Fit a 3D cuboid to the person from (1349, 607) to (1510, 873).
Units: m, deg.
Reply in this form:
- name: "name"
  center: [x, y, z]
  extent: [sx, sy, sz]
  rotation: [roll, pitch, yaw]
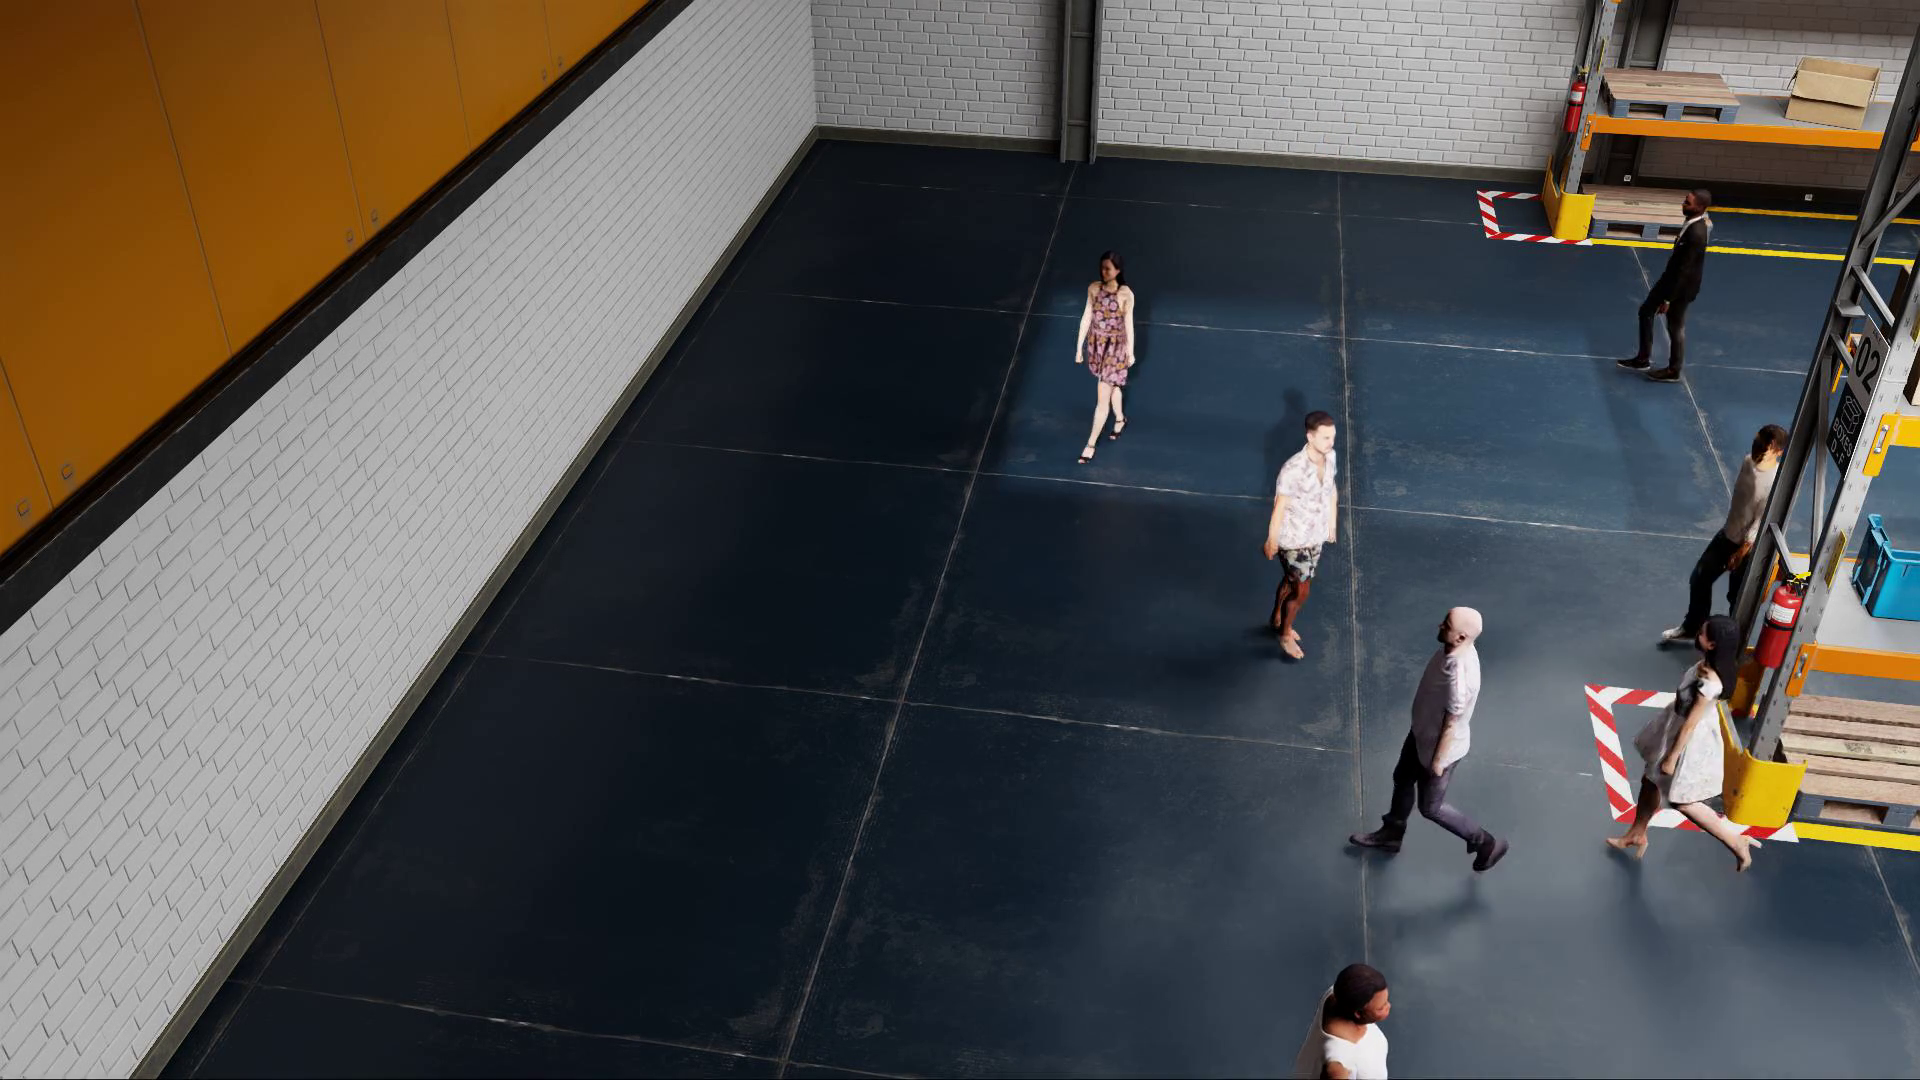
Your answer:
- name: "person"
  center: [2.780, 1.158, 9.373]
  extent: [1.098, 1.809, 0.683]
  rotation: [7, 34, 11]

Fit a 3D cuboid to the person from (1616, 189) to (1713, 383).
- name: "person"
  center: [6.314, -2.177, 14.411]
  extent: [0.764, 1.786, 0.716]
  rotation: [7, 34, 11]

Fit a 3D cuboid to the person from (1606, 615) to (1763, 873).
- name: "person"
  center: [4.160, 1.208, 9.349]
  extent: [1.112, 1.752, 0.834]
  rotation: [17, 37, 24]

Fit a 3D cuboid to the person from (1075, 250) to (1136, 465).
- name: "person"
  center: [1.246, -1.542, 13.499]
  extent: [1.064, 1.737, 0.950]
  rotation: [20, 38, 27]

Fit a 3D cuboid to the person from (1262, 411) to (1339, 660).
- name: "person"
  center: [2.241, -0.098, 11.269]
  extent: [0.839, 1.802, 0.883]
  rotation: [-25, 41, -33]

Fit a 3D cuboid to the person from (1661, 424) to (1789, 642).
- name: "person"
  center: [5.334, 0.014, 11.113]
  extent: [0.862, 1.787, 0.776]
  rotation: [-5, 34, -7]

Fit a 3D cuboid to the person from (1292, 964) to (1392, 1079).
- name: "person"
  center: [1.618, 2.513, 7.475]
  extent: [1.021, 1.652, 0.657]
  rotation: [6, 34, 8]
